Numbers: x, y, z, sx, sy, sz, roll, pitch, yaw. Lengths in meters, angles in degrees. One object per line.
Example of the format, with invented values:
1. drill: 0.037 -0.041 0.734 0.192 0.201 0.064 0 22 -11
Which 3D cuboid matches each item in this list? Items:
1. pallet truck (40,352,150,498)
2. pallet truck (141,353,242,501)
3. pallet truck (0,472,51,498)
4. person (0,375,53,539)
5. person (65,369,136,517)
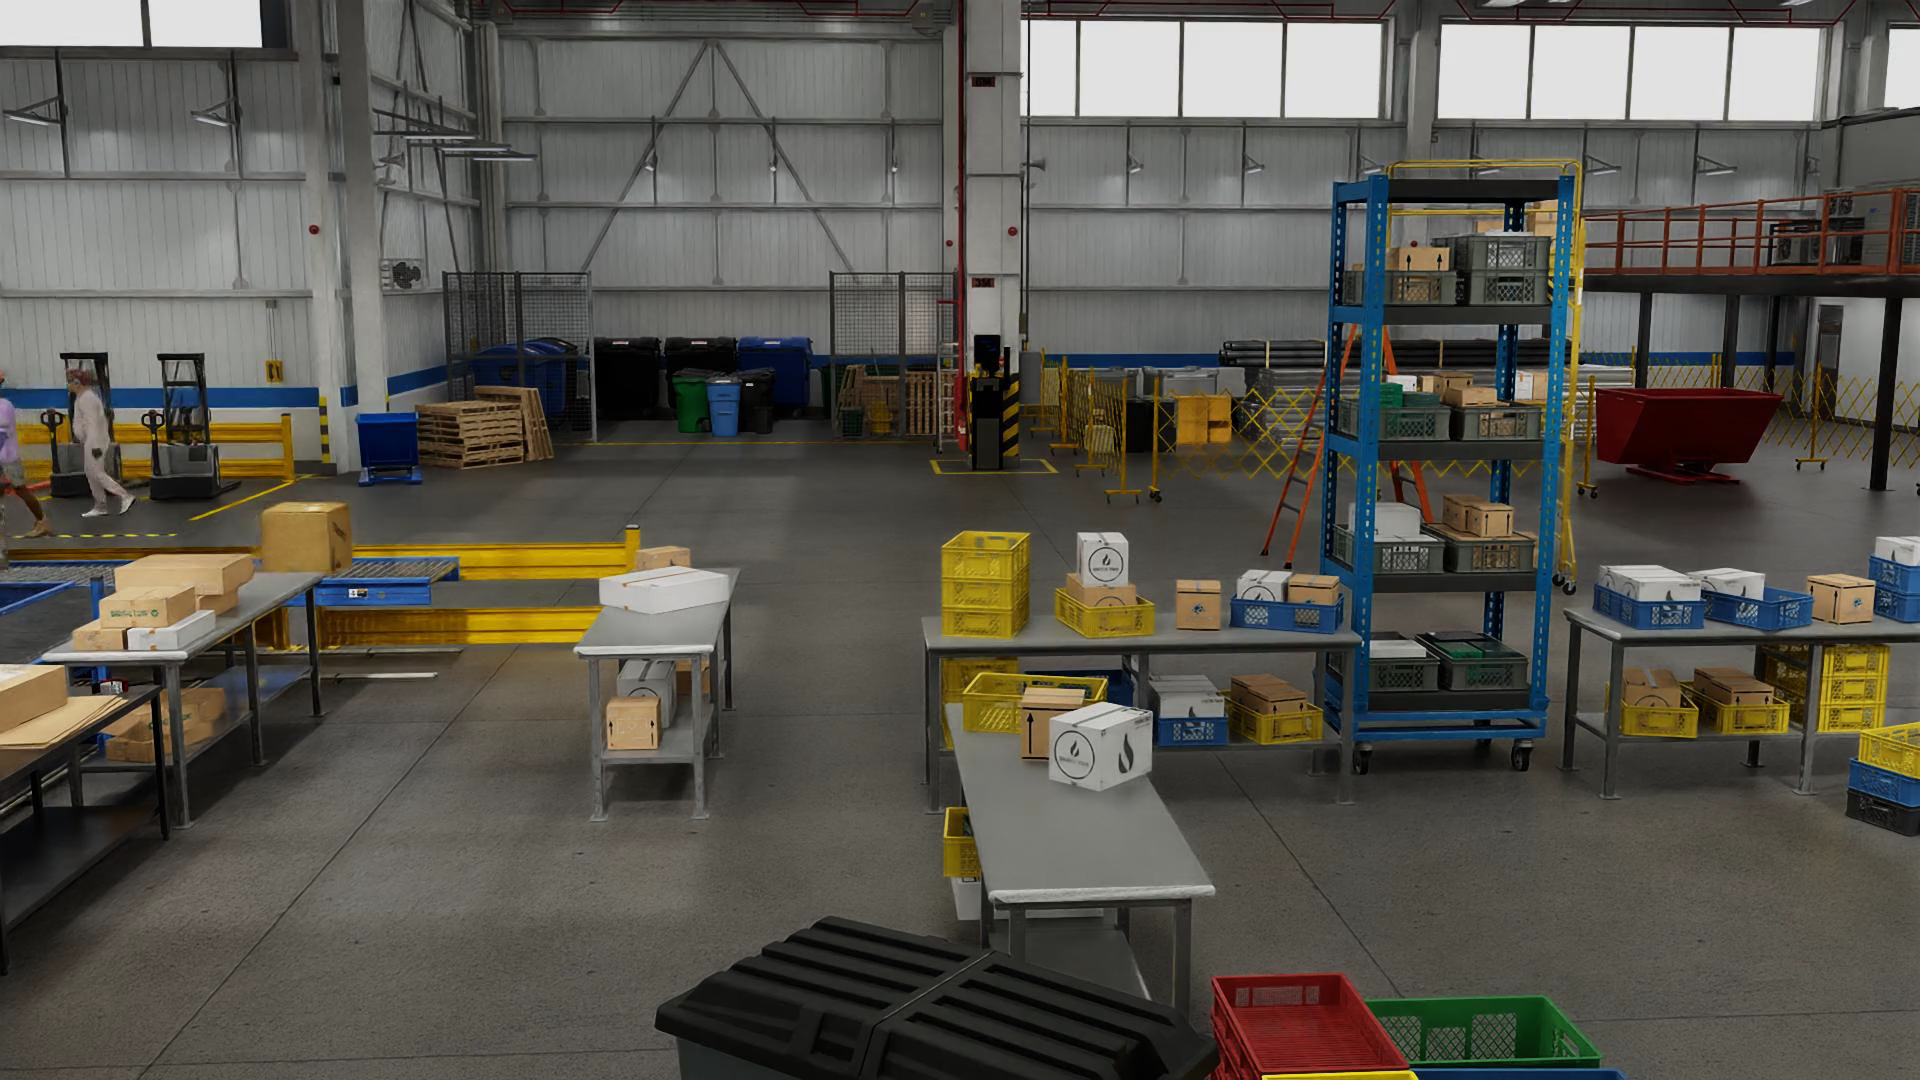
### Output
1. pallet truck: -11.907 -1.642 23.165 0.823 1.965 1.885 0 9 0
2. pallet truck: -10.520 -1.604 22.925 0.823 1.965 1.885 -1 9 -6
3. pallet truck: -13.193 -1.293 23.148 0.653 1.274 1.630 -1 9 -4
4. person: -10.928 -0.957 18.916 0.611 1.991 1.036 7 11 37
5. person: -10.794 -1.208 20.853 0.633 1.870 0.670 -5 10 -29
